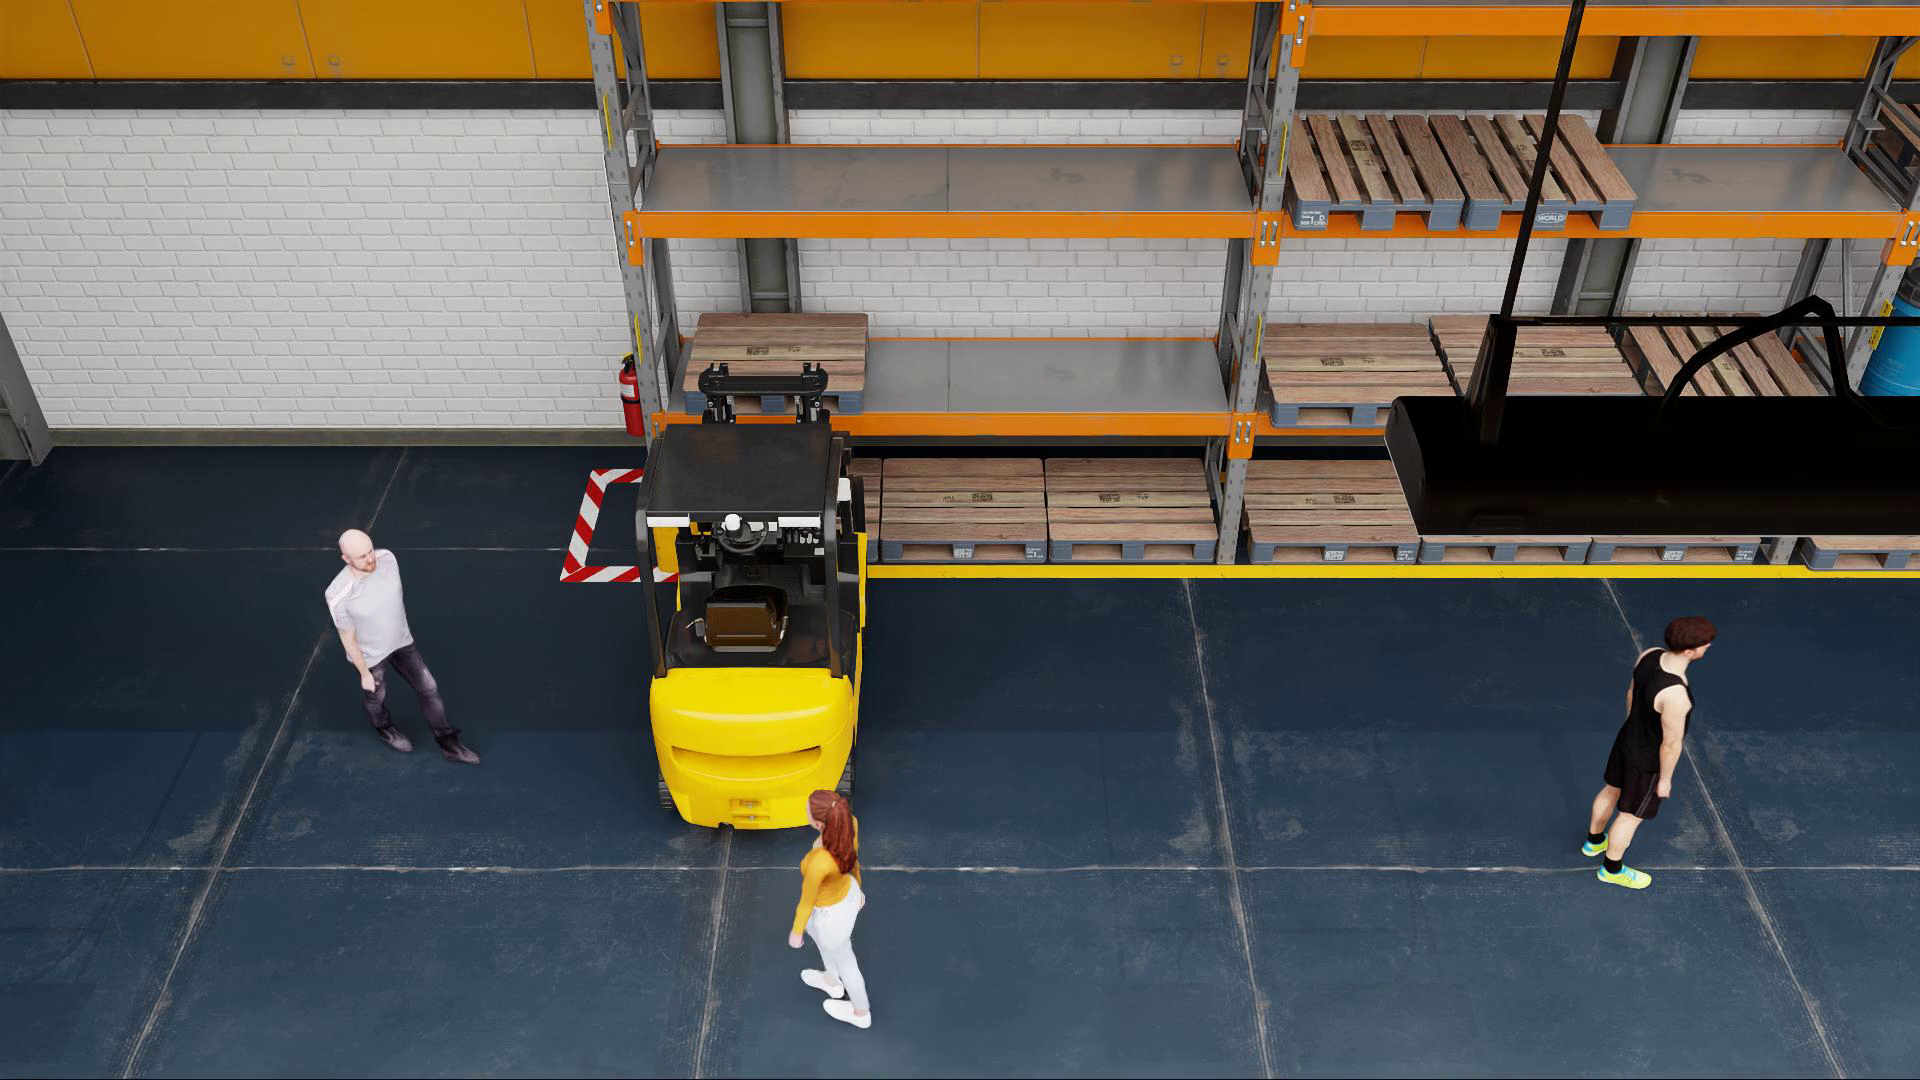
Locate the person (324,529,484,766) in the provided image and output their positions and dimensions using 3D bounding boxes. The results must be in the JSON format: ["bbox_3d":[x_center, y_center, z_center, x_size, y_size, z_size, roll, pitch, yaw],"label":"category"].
[{"bbox_3d":[-3.555,0.606,10.037,1.165,1.799,1.036,24,45,27],"label":"person"}]

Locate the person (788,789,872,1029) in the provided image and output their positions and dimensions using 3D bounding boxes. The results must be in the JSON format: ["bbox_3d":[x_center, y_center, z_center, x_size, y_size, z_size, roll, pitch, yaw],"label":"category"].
[{"bbox_3d":[-0.552,1.922,8.440,0.787,1.735,0.700,13,40,15],"label":"person"}]

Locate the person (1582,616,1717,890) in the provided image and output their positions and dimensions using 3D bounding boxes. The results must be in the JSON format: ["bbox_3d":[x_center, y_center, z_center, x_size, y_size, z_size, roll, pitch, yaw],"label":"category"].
[{"bbox_3d":[3.817,1.165,9.263,0.578,1.892,0.686,-2,39,-2],"label":"person"}]
